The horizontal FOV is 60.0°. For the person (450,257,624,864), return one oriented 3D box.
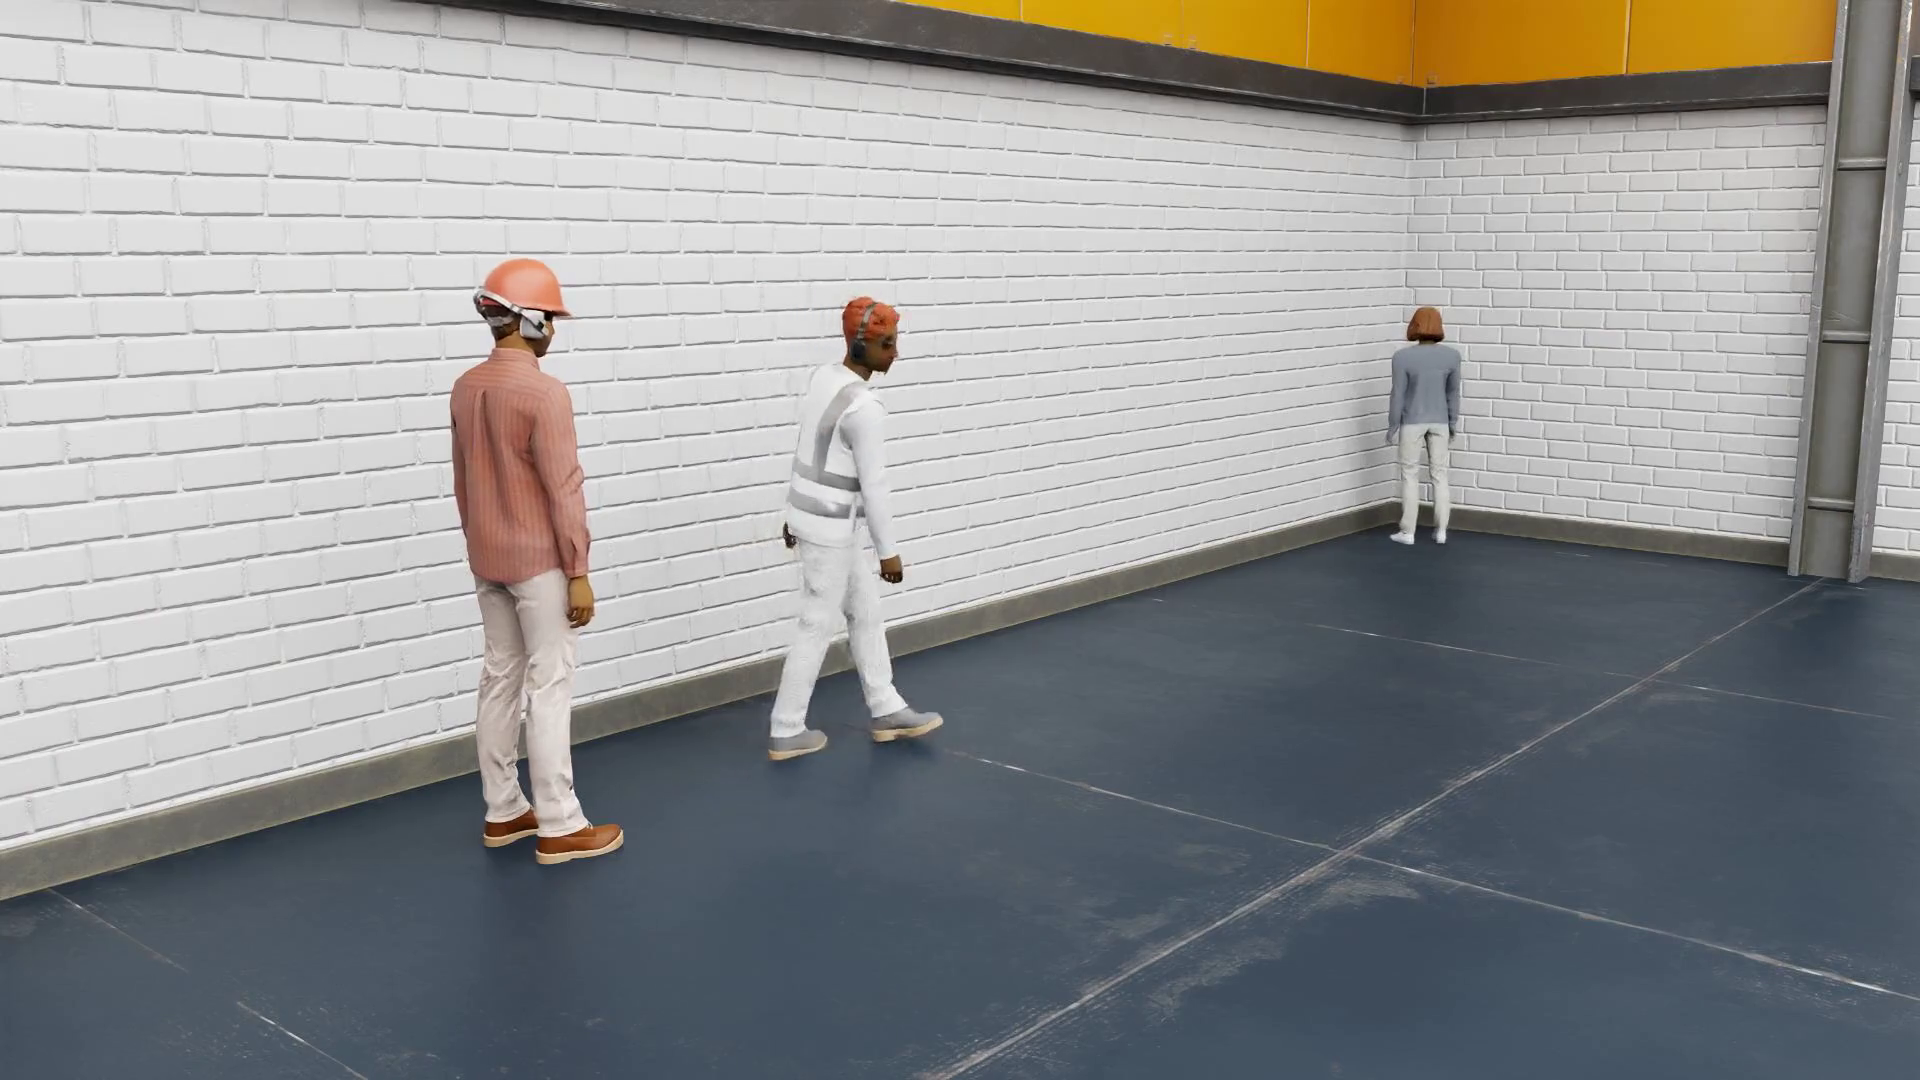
[{"bbox_3d":[-1.421,0.073,5.506,0.609,1.992,0.383,8,13,39],"label":"person"}]

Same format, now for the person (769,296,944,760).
[{"bbox_3d":[-0.412,-0.036,6.571,0.787,1.839,0.653,-3,10,-15],"label":"person"}]

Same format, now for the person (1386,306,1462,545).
[{"bbox_3d":[3.169,-0.779,11.374,0.507,1.632,0.265,-1,10,-8],"label":"person"}]
